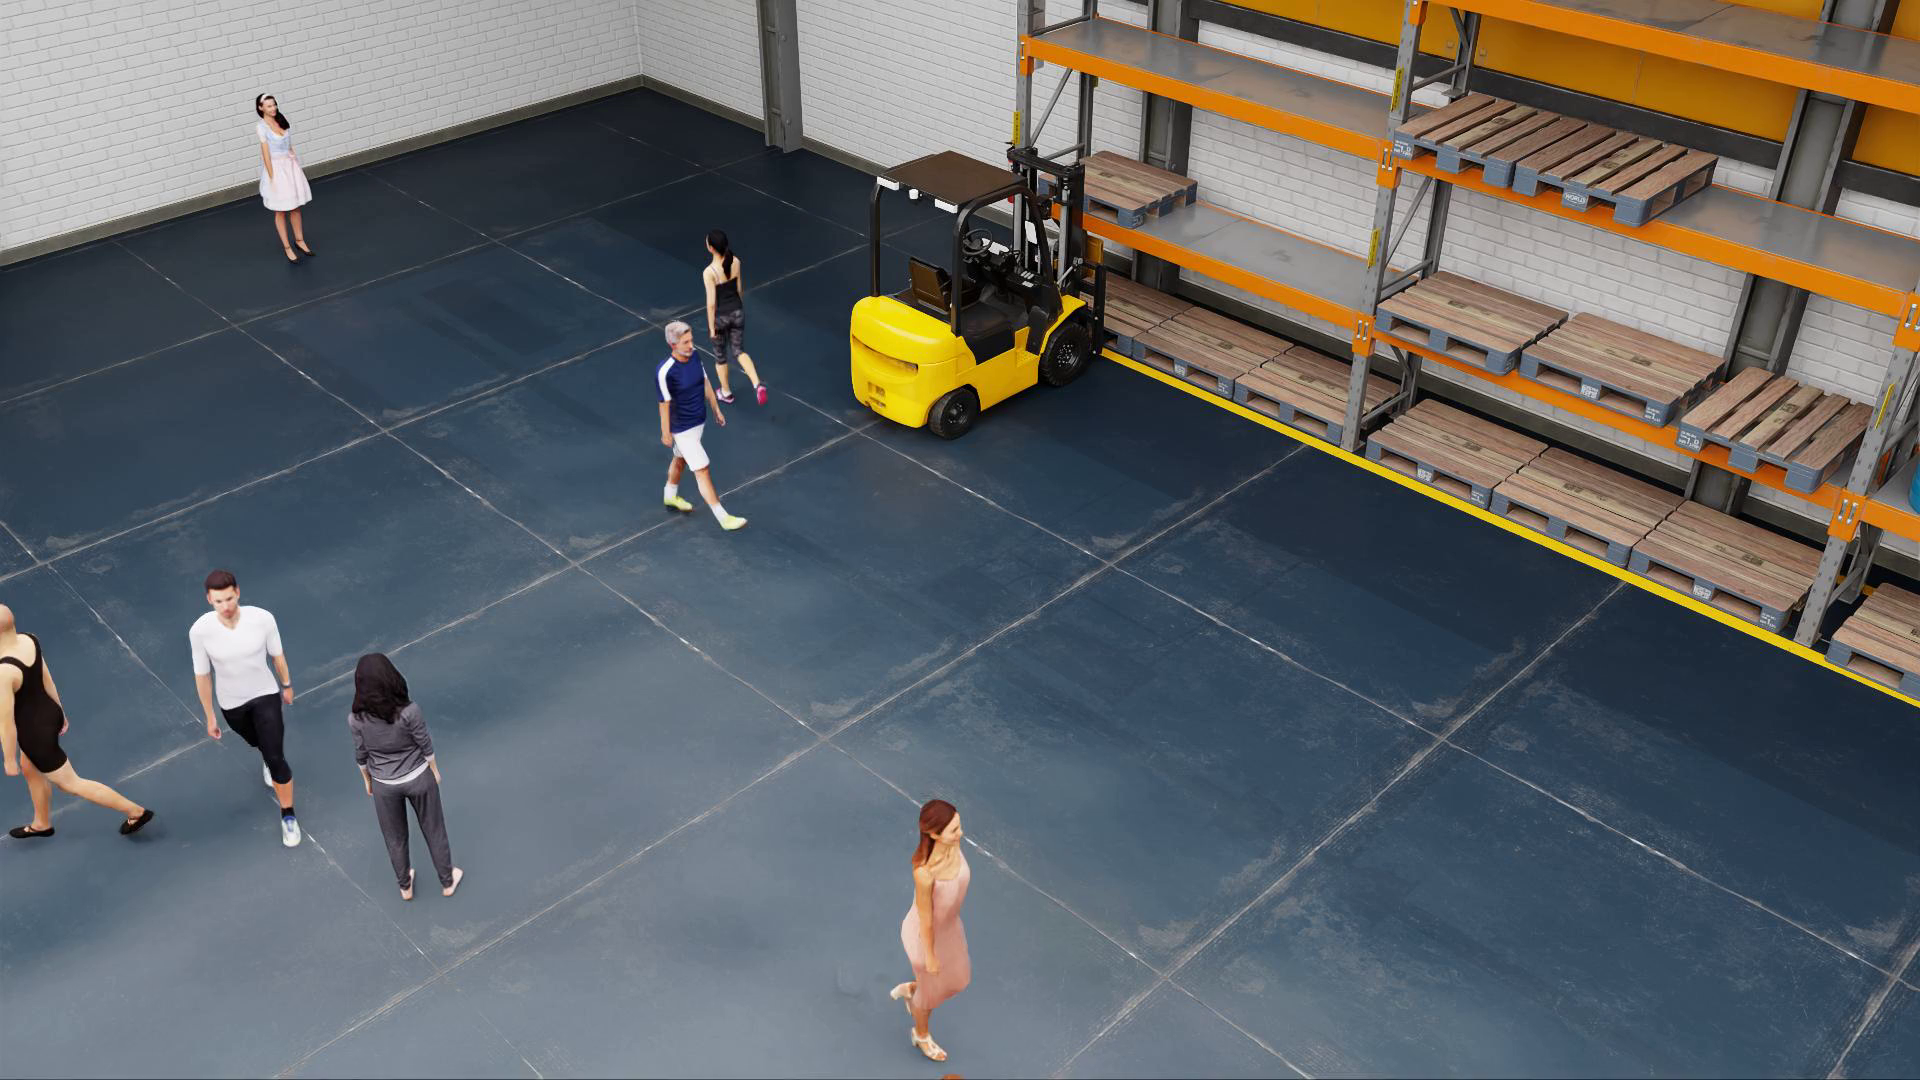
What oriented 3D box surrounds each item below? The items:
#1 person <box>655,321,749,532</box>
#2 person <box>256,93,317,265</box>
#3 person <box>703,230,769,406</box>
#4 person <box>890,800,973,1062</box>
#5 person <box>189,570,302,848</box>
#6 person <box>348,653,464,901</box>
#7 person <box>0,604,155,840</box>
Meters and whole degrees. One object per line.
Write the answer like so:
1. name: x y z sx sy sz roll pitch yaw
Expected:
1. person: -2.245 -0.936 13.276 1.225 1.782 0.912 14 36 20
2. person: -7.177 -3.841 17.613 0.833 1.818 0.801 15 36 21
3. person: -2.024 -1.938 14.849 0.584 1.709 0.927 -28 43 -35
4. person: -0.224 2.034 8.777 0.767 1.816 0.651 21 39 28
5. person: -4.469 0.939 10.427 1.054 1.814 1.312 -10 35 -15
6. person: -3.276 1.413 9.764 0.669 1.758 0.696 -5 34 -8
7. person: -5.500 1.165 10.117 1.152 1.779 1.176 -5 34 -8
